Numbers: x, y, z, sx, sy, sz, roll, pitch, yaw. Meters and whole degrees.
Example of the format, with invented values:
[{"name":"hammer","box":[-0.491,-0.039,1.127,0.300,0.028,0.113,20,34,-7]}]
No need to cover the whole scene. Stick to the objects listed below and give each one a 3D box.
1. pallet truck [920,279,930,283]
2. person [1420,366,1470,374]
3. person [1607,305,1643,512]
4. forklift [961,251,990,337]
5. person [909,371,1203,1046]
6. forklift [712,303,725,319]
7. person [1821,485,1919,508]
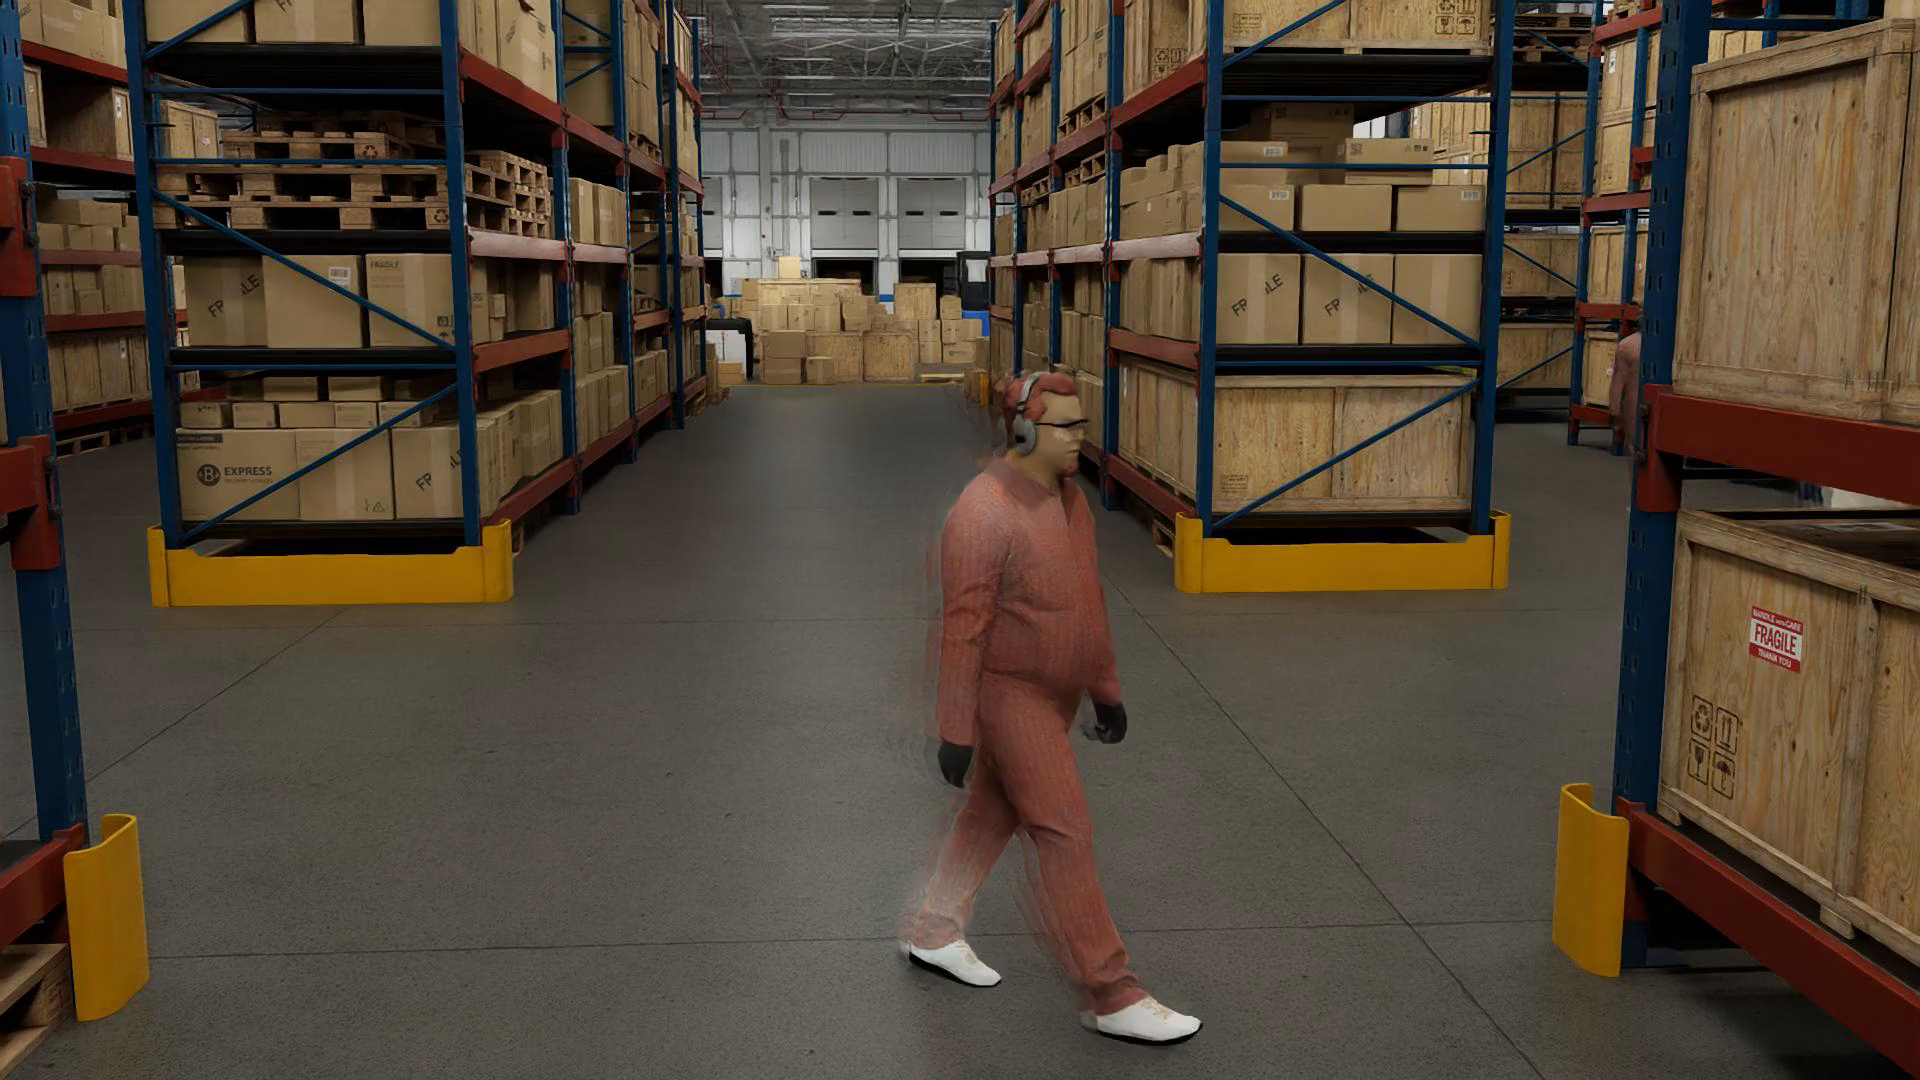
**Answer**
[{"name":"pallet truck","box":[-0.932,-8.922,63.114,1.885,1.965,0.823,2,9,13]},{"name":"person","box":[4.370,-1.124,15.108,0.537,1.692,0.319,7,11,37]},{"name":"person","box":[6.076,-1.164,14.727,0.670,1.889,0.445,1,9,4]},{"name":"forklift","box":[0.497,-7.082,48.799,1.129,2.768,1.873,-1,9,-4]},{"name":"person","box":[0.228,0.449,4.719,0.991,1.853,0.666,5,10,28]},{"name":"forklift","box":[-9.166,-8.488,57.628,1.873,2.768,1.129,-4,10,-21]},{"name":"person","box":[4.134,-0.050,7.425,1.058,1.983,0.633,-6,11,-33]}]
